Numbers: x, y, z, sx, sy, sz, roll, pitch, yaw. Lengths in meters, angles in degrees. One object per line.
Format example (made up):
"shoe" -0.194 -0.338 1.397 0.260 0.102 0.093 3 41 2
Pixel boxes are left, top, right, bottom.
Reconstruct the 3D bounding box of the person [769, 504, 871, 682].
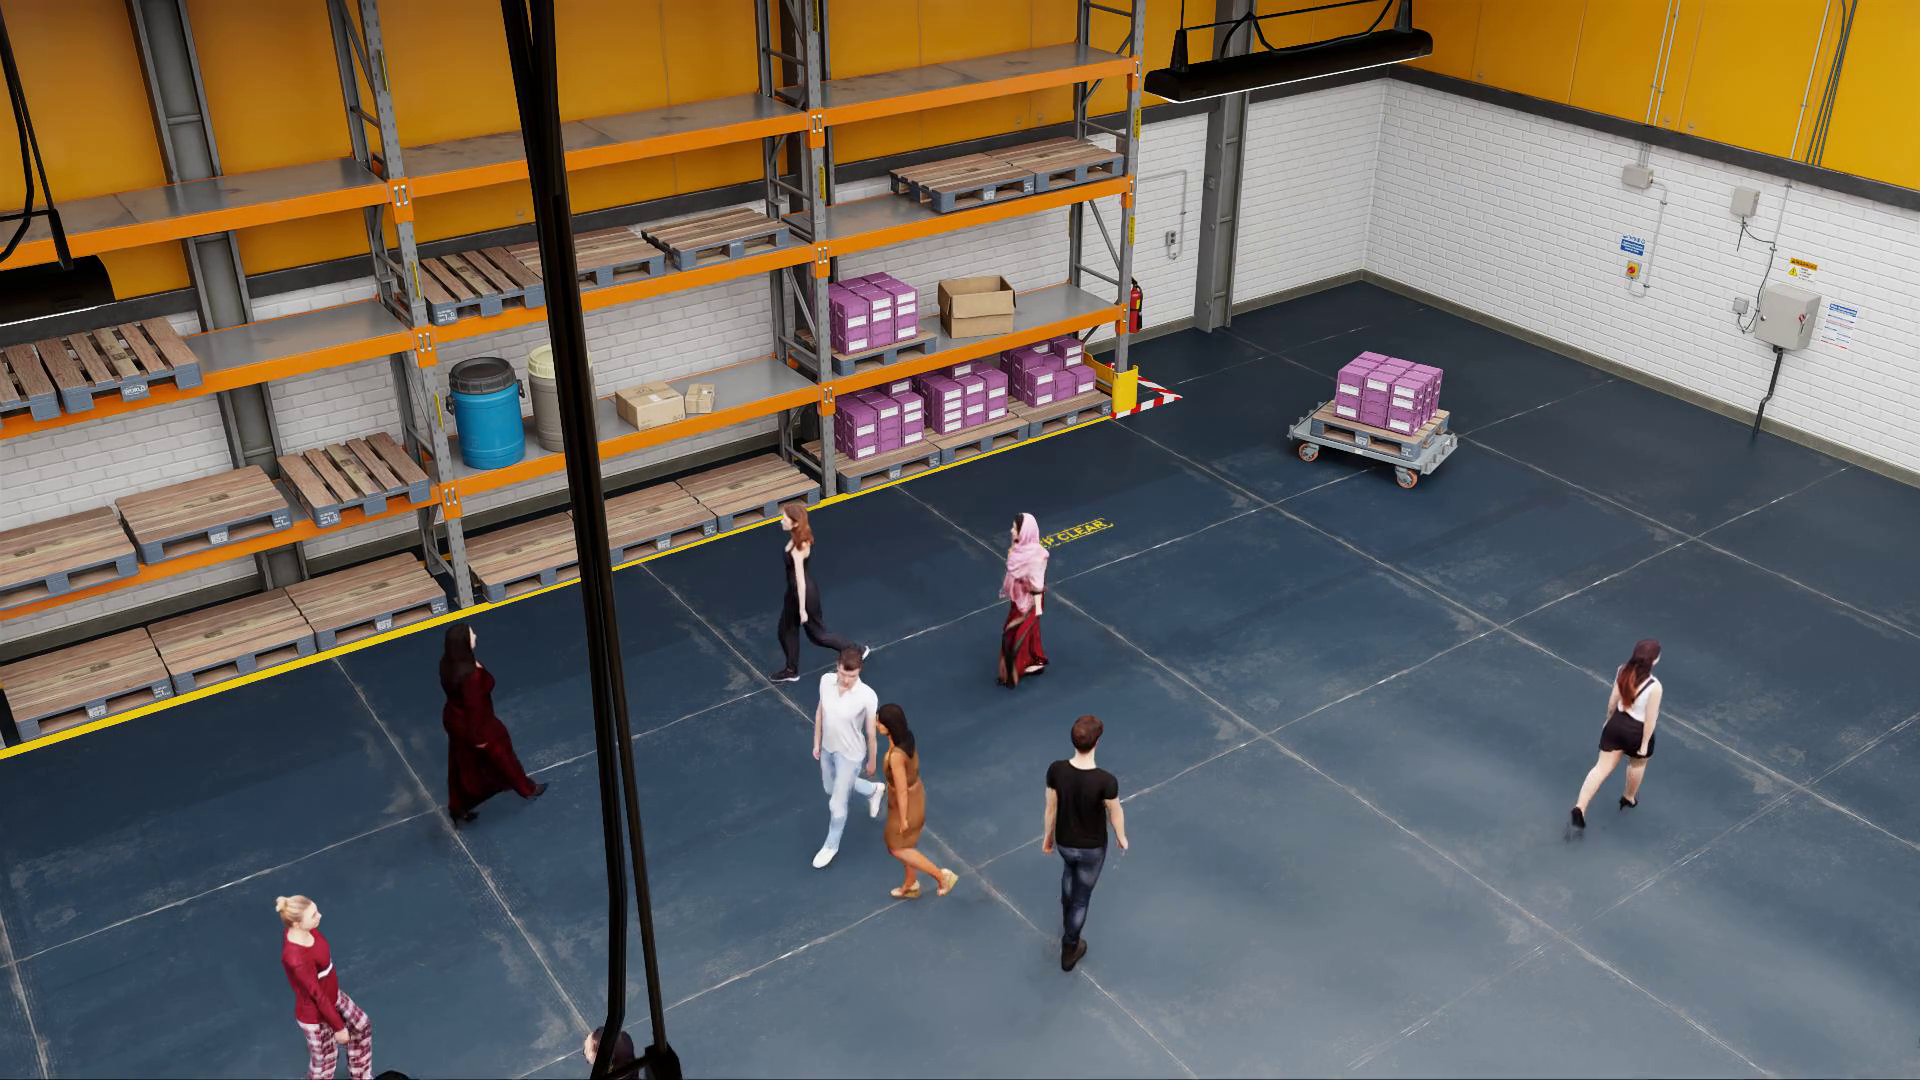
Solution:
"person" -1.238 0.474 14.197 1.184 1.714 0.880 -6 29 -11

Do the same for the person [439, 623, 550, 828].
"person" -3.734 1.431 12.431 1.021 1.724 0.749 -24 36 -36

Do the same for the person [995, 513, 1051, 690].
"person" 0.632 0.482 14.280 0.851 1.620 0.764 -7 29 -13

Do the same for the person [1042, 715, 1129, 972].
"person" 0.772 2.076 11.095 0.894 1.872 1.001 15 32 25

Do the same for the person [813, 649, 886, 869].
"person" -0.790 1.523 12.166 0.902 1.816 1.137 22 36 35

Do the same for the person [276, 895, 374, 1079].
"person" -3.917 2.800 9.964 0.846 1.683 0.771 -8 30 -14

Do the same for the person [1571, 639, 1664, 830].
"person" 4.938 1.484 12.446 1.049 1.617 0.573 -20 34 -32

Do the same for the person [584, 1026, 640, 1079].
"person" -1.736 3.310 9.004 0.852 1.707 0.786 2 29 3

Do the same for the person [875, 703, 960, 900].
"person" -0.310 1.875 11.675 0.916 1.668 0.832 -1 29 -2
